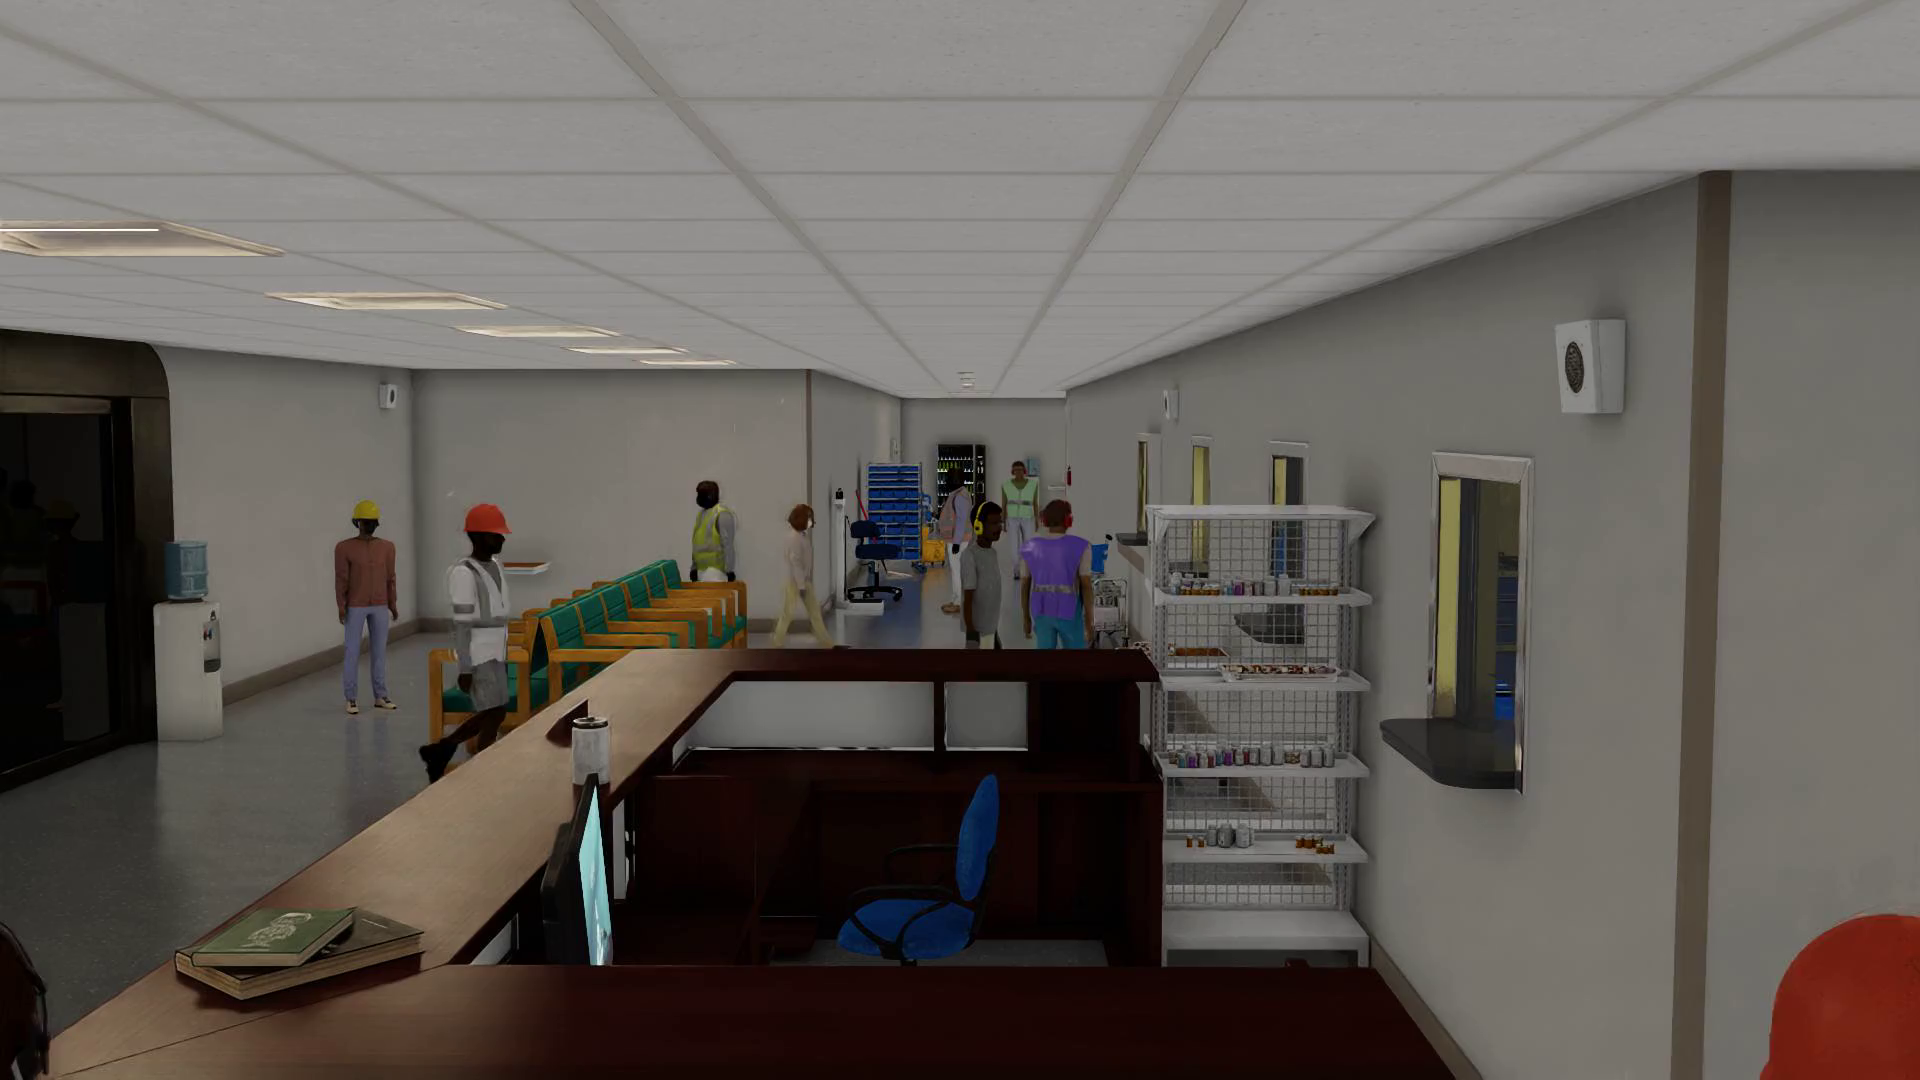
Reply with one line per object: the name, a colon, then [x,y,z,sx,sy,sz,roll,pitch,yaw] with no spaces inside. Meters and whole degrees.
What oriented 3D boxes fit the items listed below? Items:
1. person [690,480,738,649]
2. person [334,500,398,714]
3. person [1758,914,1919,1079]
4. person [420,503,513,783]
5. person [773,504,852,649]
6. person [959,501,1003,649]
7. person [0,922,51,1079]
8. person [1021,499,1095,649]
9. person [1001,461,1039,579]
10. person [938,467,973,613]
person: [-2.676,0.293,17.247,0.914,1.799,0.638,-3,5,-32]
person: [-4.936,0.550,13.851,0.525,1.772,0.304,-4,6,-43]
person: [0.833,1.335,1.545,0.636,1.945,1.002,3,5,40]
person: [-3.075,0.721,10.464,0.711,1.919,0.546,1,4,11]
person: [-1.515,0.438,16.649,0.837,1.582,0.510,1,4,8]
person: [0.160,0.662,11.583,0.315,1.869,0.526,2,4,22]
person: [-1.199,1.363,2.030,0.632,1.836,0.429,-2,5,-27]
person: [0.785,0.595,12.815,0.608,1.816,0.803,1,4,19]
person: [0.918,-0.314,25.554,0.582,1.825,0.576,0,4,0]
person: [-0.057,0.002,21.033,0.429,1.844,0.626,0,4,-5]
